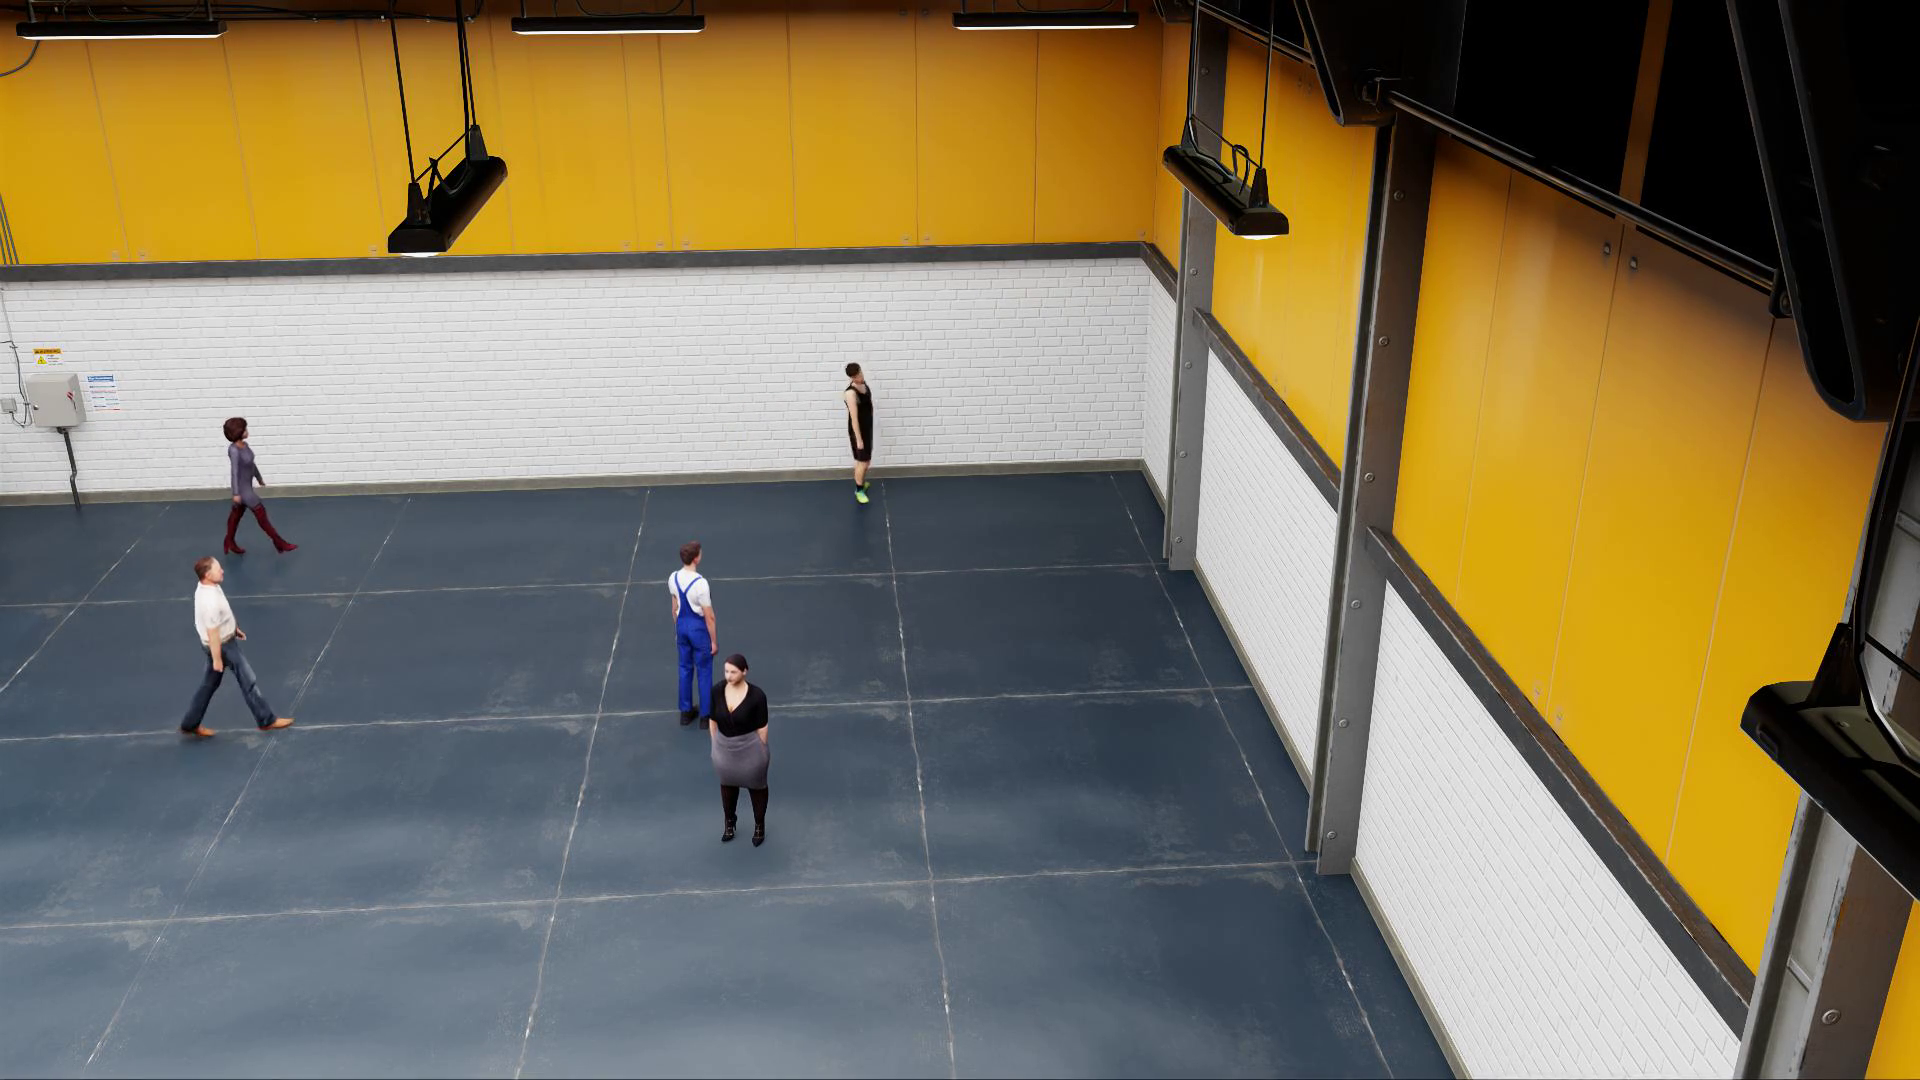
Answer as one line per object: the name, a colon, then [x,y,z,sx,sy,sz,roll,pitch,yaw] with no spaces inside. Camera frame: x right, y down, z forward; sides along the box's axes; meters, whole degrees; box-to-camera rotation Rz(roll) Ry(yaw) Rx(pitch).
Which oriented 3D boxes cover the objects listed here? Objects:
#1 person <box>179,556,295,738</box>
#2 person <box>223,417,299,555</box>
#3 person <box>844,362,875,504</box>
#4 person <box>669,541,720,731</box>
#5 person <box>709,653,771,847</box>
person: [-6.909,1.016,15.289,1.015,1.814,1.244,-10,26,-23]
person: [-8.310,-0.568,19.098,0.702,1.665,1.017,-3,24,-8]
person: [-1.236,-1.374,20.718,0.983,1.845,0.638,0,24,0]
person: [-2.495,0.878,15.561,0.725,1.849,0.752,13,27,27]
person: [-1.813,1.721,13.744,0.746,1.760,0.738,6,24,14]
